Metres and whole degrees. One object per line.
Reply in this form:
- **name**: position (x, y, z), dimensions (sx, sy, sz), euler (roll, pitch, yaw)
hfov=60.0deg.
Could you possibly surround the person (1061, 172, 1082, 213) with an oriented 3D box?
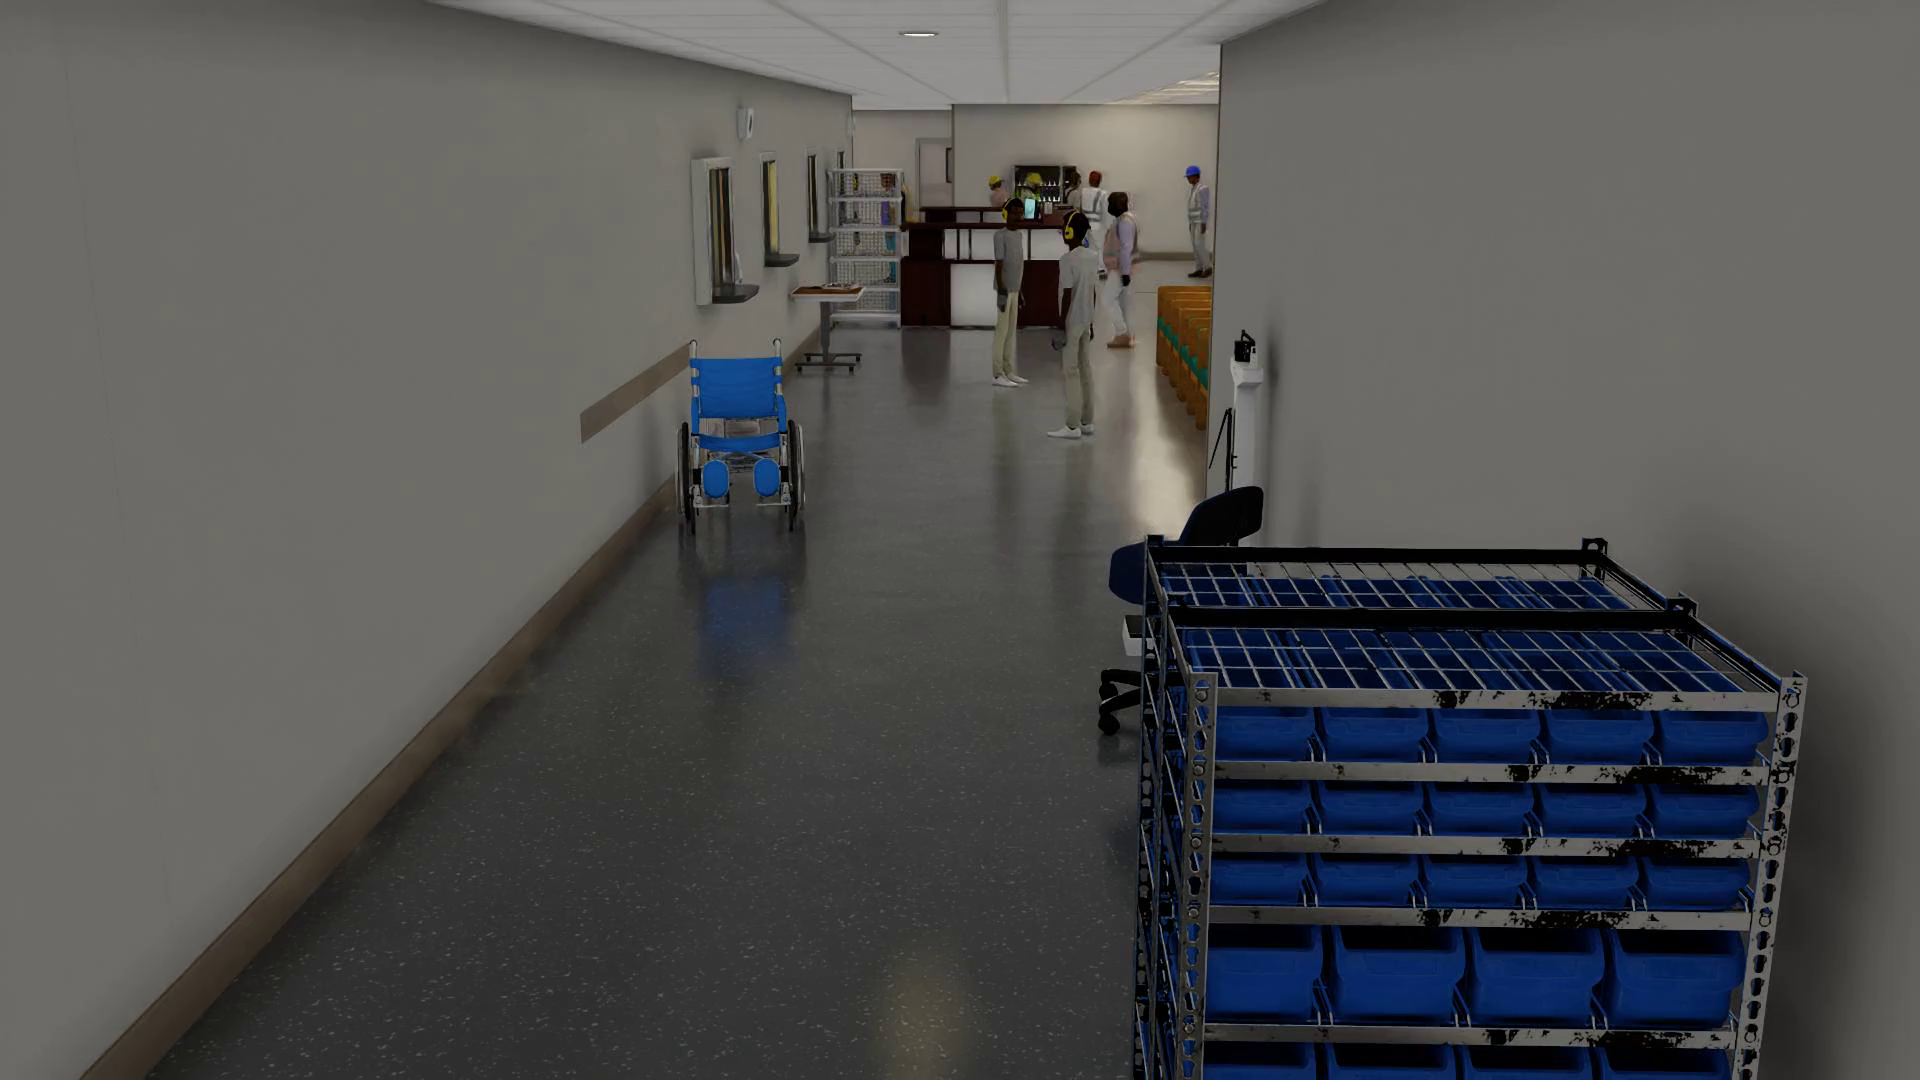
- **person**: position (1.885, -5.252, 27.953), dimensions (0.344, 1.841, 0.506), euler (-8, 16, -29)

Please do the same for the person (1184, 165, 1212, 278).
- **person**: position (4.098, -5.498, 28.775), dimensions (0.452, 1.925, 0.630), euler (-4, 14, -15)

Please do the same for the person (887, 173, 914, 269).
- **person**: position (-0.951, -5.805, 30.305), dimensions (0.697, 1.807, 0.637), euler (2, 14, 7)

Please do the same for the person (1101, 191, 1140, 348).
- **person**: position (1.852, -3.147, 19.444), dimensions (0.476, 1.826, 0.656), euler (0, 14, 2)

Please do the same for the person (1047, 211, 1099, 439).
- **person**: position (0.942, -1.772, 13.771), dimensions (0.329, 1.872, 0.508), euler (10, 17, 35)

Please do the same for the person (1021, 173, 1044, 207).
- **person**: position (1.236, -5.363, 28.506), dimensions (0.592, 1.802, 0.602), euler (1, 14, 4)

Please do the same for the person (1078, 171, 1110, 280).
- **person**: position (2.267, -5.344, 28.330), dimensions (0.628, 1.848, 0.843), euler (11, 17, 37)

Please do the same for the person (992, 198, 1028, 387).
- **person**: position (0.510, -2.470, 16.626), dimensions (0.335, 1.864, 0.521), euler (7, 16, 27)

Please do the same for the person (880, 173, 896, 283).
- **person**: position (-1.143, -5.218, 27.814), dimensions (0.375, 1.841, 0.567), euler (-1, 14, -6)
